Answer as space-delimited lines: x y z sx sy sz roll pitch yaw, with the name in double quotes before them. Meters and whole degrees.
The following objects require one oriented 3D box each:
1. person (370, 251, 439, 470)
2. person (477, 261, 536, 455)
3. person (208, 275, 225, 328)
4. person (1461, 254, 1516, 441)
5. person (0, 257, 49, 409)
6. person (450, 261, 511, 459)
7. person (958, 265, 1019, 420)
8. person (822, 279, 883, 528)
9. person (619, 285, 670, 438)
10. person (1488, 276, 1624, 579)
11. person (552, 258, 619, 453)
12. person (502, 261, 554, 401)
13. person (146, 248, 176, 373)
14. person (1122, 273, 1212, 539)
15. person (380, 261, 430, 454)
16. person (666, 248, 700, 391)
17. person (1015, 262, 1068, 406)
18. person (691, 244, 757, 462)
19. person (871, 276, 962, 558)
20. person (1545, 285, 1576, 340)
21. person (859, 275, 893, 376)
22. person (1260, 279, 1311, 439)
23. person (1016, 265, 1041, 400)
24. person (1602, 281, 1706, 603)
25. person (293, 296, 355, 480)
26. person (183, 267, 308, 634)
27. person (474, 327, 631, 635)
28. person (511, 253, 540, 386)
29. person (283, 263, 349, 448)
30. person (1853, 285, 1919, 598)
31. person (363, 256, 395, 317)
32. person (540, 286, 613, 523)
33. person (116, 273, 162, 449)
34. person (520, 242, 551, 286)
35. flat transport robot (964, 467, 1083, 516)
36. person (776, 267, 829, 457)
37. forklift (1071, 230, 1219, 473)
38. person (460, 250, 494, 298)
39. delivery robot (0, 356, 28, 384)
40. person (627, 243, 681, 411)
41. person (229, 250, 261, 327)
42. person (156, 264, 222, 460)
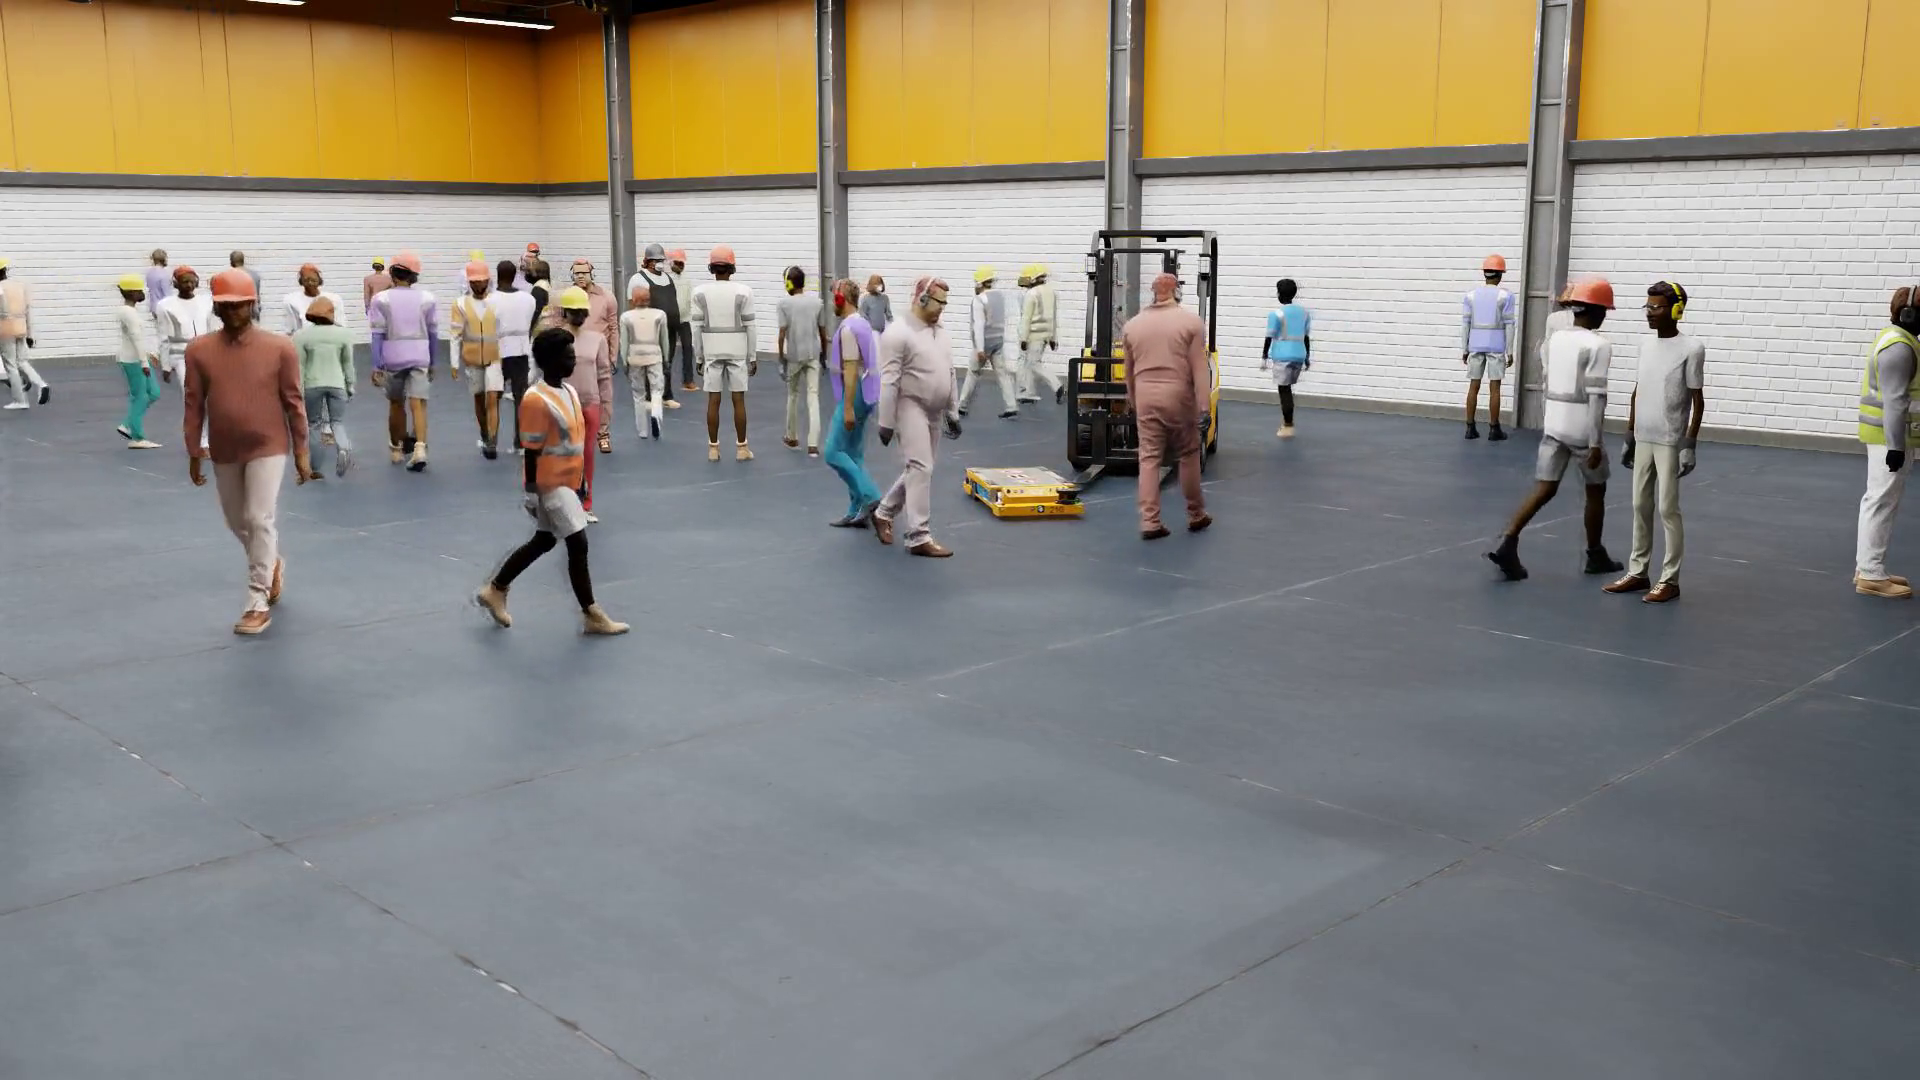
"person" -5.074 -1.638 15.245 0.628 1.997 0.982 -5 11 -24
"person" -4.481 -1.788 16.337 0.594 1.876 0.872 -9 14 -40
"person" -9.652 -2.671 21.842 0.608 1.615 0.551 9 14 40
"person" 5.528 -2.008 17.384 0.552 1.932 0.377 8 13 36
"person" -11.562 -2.523 20.315 0.555 1.894 0.591 3 11 15
"person" -4.615 -1.740 16.054 0.566 1.882 0.994 -2 11 -11
"person" 0.294 -2.275 19.268 0.954 1.784 0.605 8 13 38
"person" -0.789 -0.984 12.113 0.448 1.814 0.592 1 10 4
"person" -3.277 -1.844 17.328 0.524 1.621 0.590 -2 11 -12
"person" 3.753 -0.686 10.332 0.968 1.893 0.548 -5 12 -26
"person" -3.659 -1.789 16.269 0.651 1.906 0.403 -2 11 -11
"person" -5.415 -2.617 21.068 0.908 1.792 0.615 -3 11 -15
"person" -12.350 -3.533 25.711 0.646 1.928 0.536 9 14 41
"person" 1.528 -0.958 11.869 0.717 1.855 0.894 6 12 29
"person" -5.432 -1.796 16.279 0.540 1.923 0.393 -2 11 -9
"person" -3.964 -3.040 22.925 0.844 1.966 0.615 10 14 44
"person" 1.024 -2.543 20.662 0.777 1.803 0.587 7 12 32
"person" -2.208 -1.745 15.645 0.607 2.048 0.368 0 10 1
"person" -0.336 -0.850 11.257 0.778 1.868 0.652 6 12 30
"person" 6.176 -1.765 16.879 0.281 1.633 0.498 -10 14 -44
"person" -1.192 -2.925 23.371 0.900 1.584 0.501 9 14 40
"person" 3.422 -1.918 17.585 0.561 1.675 0.591 -5 12 -27
"person" 0.899 -2.698 21.669 0.296 1.744 0.487 -1 10 -7
"person" 4.074 -0.568 9.708 0.313 1.869 0.539 -4 11 -22
"person" -5.495 -1.301 14.396 0.537 1.610 0.553 -6 12 -31
"person" -3.923 -0.520 9.199 0.636 1.971 0.911 -1 10 -4
"person" -2.231 -0.313 8.898 0.854 1.663 0.531 1 10 7
"person" -5.606 -2.799 21.778 0.406 1.904 0.654 5 12 26
"person" -6.429 -1.837 16.692 0.612 1.838 0.937 -4 11 -23
"person" 5.579 -0.589 9.901 0.429 1.842 0.633 5 12 27
"person" -10.050 -4.028 28.858 0.535 1.767 0.316 -3 11 -17
"person" -2.818 -0.990 12.299 0.545 1.754 0.364 -7 13 -35
"person" -8.200 -1.777 16.622 0.364 1.754 0.530 -4 11 -22
"person" -8.113 -4.679 31.782 0.618 1.993 0.396 -9 14 -41
"flat transport robot" 0.478 -0.400 13.156 0.652 0.197 1.431 -2 11 -10
"person" -1.546 -1.753 16.297 0.559 1.816 0.959 -3 11 -15
"forklift" 1.804 -1.825 15.677 1.214 2.155 2.313 2 11 13
"person" -8.070 -3.904 27.889 0.590 1.874 1.008 -7 12 -32
"delivery robot" -13.099 -2.330 22.647 0.707 0.478 0.477 -7 13 -34
"person" -3.675 -2.601 20.326 0.539 2.000 0.689 8 13 37
"person" -10.763 -3.417 25.111 0.715 1.921 0.637 5 12 27
"person" -7.414 -1.722 16.027 0.620 1.863 0.818 -9 14 -42
